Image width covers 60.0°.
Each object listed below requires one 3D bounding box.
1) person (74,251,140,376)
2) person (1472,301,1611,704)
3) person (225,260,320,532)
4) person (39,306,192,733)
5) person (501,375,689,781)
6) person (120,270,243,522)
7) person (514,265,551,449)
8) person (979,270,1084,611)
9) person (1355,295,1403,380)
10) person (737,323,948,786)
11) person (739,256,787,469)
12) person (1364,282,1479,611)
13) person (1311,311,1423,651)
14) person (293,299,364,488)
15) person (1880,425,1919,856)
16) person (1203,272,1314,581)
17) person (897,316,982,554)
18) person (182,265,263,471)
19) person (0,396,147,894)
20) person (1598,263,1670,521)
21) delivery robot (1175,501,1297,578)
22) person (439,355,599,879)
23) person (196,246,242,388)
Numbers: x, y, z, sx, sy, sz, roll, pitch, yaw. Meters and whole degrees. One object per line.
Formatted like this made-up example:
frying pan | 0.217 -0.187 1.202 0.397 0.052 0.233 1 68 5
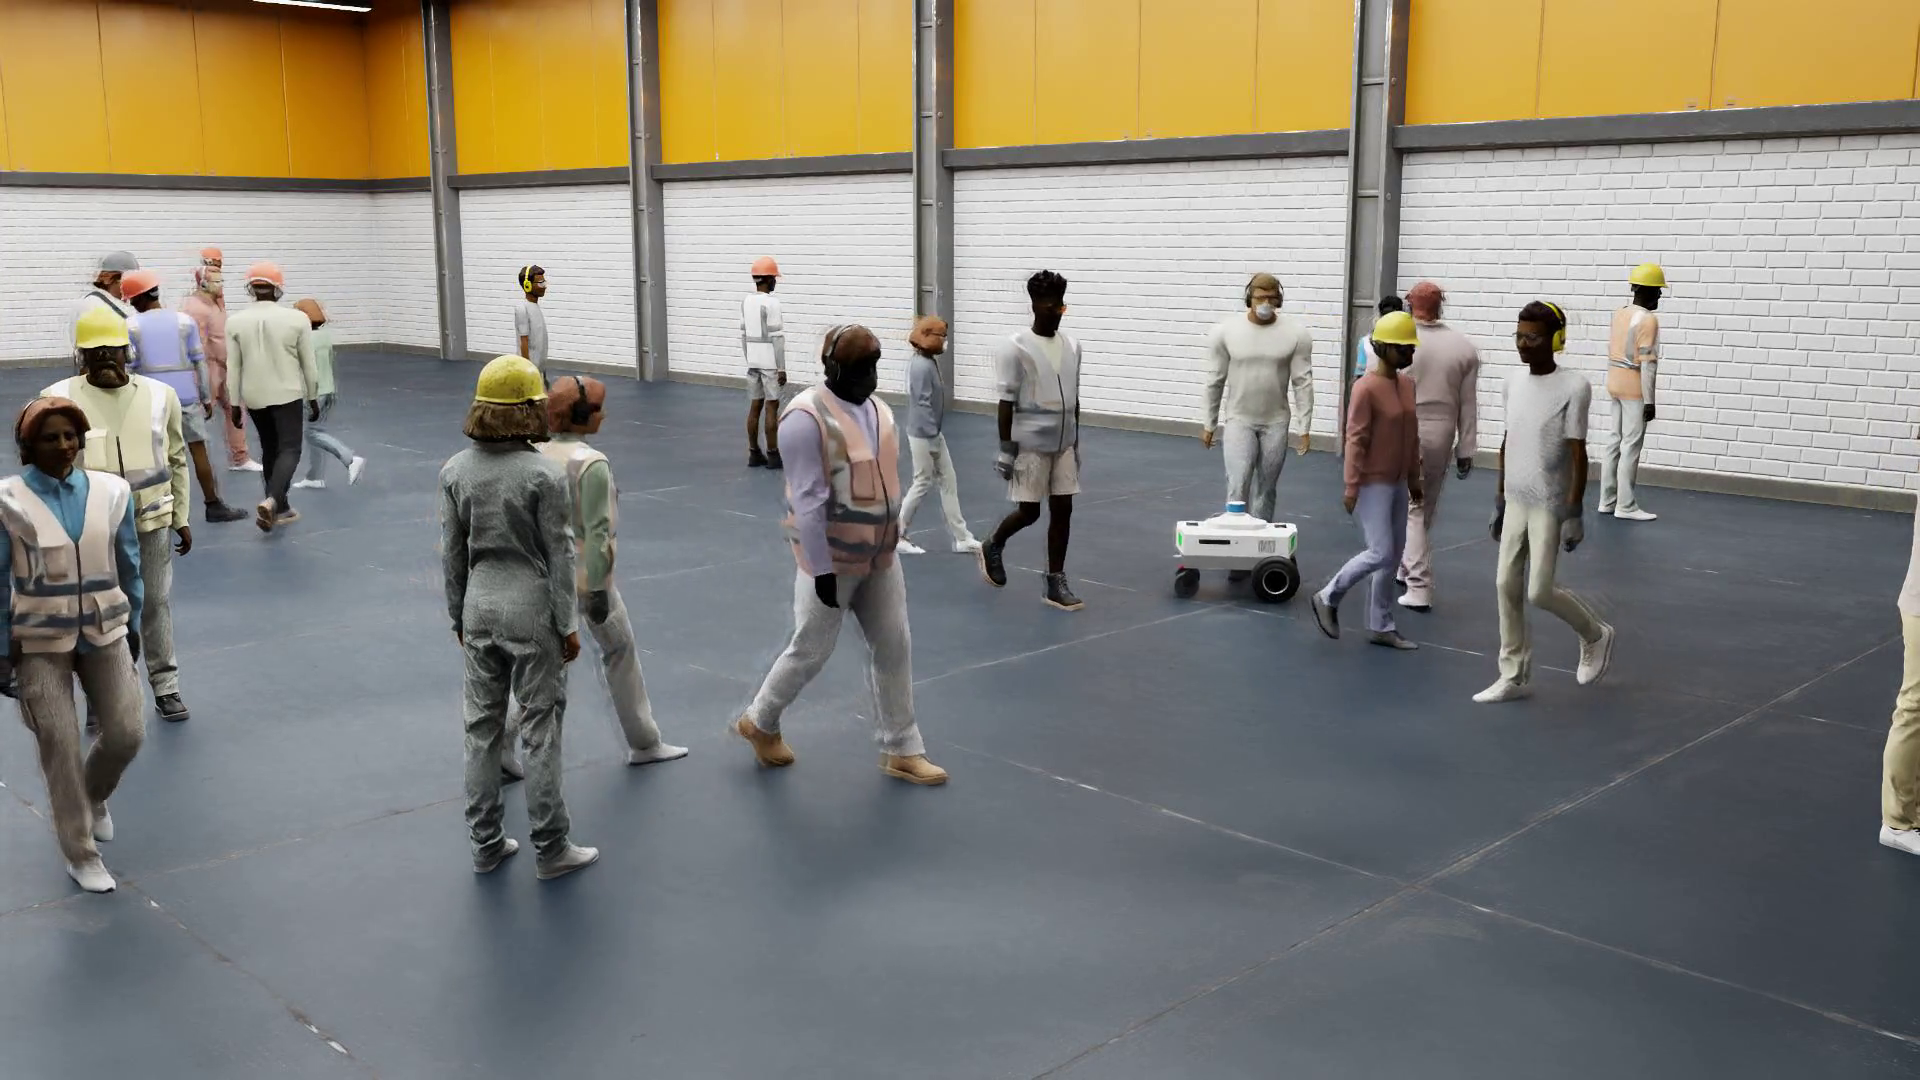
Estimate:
person | -6.406 -1.206 12.721 0.542 2.000 0.710 0 10 -2
person | 2.688 -0.164 7.587 0.630 1.848 0.516 -5 12 -25
person | -4.966 -1.026 11.989 0.629 1.960 0.931 -1 10 -4
person | -3.644 -0.092 7.213 0.591 1.833 0.403 -7 13 -34
person | -1.523 0.151 6.530 0.812 1.602 0.531 -9 14 -40
person | -5.762 -1.041 12.276 0.772 1.888 0.366 -6 12 -30
person | -3.723 -1.468 14.615 0.328 1.872 0.509 0 10 -2
person | 0.433 -0.582 9.591 0.605 1.945 0.698 -8 13 -36
person | 3.300 -1.035 12.778 0.534 1.687 0.430 5 12 26
person | -0.496 0.055 6.509 0.844 1.813 0.621 8 13 38
person | -1.773 -1.618 15.241 0.543 1.941 0.353 10 14 44
person | 2.624 -0.568 9.727 0.662 1.853 0.994 -1 10 -8
person | 2.150 -0.298 8.559 0.445 1.752 0.534 10 14 43
person | -5.338 -1.212 13.934 0.646 1.612 0.504 1 10 8
person | 3.413 0.273 5.768 0.281 1.634 0.498 8 13 37
person | 1.843 -0.681 10.229 0.656 1.898 0.912 1 10 5
person | -0.154 -0.691 11.093 0.705 1.596 0.531 2 11 10
person | -6.791 -1.520 14.919 0.888 1.876 0.640 0 10 -2
person | -2.935 0.335 5.452 0.435 1.627 0.518 9 14 41
person | 5.092 -1.114 12.533 0.387 1.923 0.593 -1 10 -4
delivery robot | 1.633 0.015 9.863 0.707 0.478 0.477 2 10 9
person | -1.478 0.258 5.548 0.489 1.743 0.322 4 11 19
person | -10.191 -3.050 22.947 0.703 1.970 0.653 -4 11 -20
